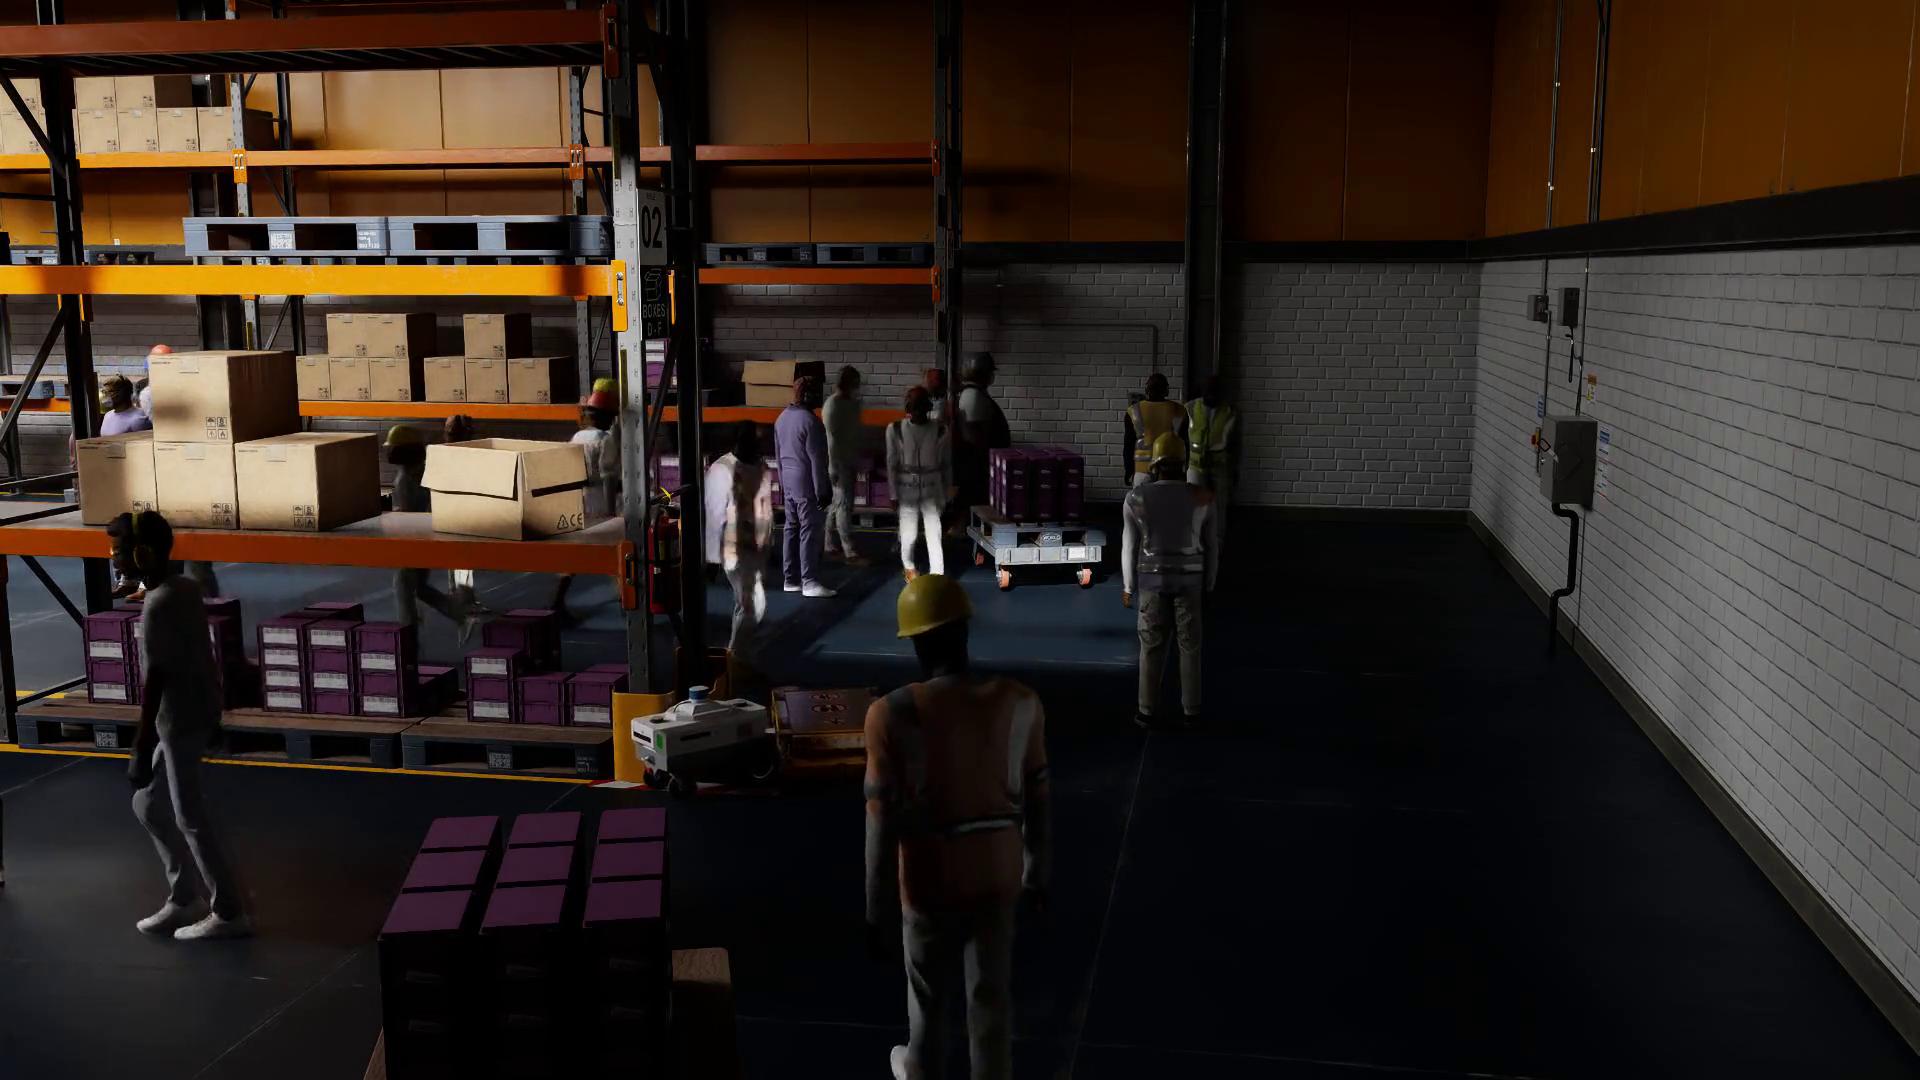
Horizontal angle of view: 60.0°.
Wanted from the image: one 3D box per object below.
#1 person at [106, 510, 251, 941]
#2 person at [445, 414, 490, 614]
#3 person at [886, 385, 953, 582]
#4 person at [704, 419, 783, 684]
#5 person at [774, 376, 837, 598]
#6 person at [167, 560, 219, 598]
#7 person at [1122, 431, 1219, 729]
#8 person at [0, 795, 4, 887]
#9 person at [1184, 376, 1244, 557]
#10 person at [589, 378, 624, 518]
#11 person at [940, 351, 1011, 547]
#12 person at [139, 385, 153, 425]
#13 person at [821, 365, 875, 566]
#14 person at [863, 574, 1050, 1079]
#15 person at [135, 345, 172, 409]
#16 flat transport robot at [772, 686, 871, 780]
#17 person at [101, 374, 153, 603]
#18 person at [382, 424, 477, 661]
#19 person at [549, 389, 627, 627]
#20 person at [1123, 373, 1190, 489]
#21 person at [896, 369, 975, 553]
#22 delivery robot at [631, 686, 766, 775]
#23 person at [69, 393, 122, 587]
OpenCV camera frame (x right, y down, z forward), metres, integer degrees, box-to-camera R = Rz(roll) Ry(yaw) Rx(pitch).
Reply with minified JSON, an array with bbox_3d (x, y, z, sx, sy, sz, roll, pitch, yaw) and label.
[{"bbox_3d":[-3.266,0.791,6.805,0.631,1.833,0.541,-2,9,-13],"label":"person"},{"bbox_3d":[-4.084,-0.214,13.654,0.307,1.641,0.514,-5,10,-28],"label":"person"},{"bbox_3d":[-0.348,-0.418,14.291,0.579,1.853,0.777,-1,9,-3],"label":"person"},{"bbox_3d":[-1.438,0.088,11.218,0.464,1.816,0.735,4,10,24],"label":"person"},{"bbox_3d":[-1.319,-0.459,14.351,0.403,1.906,0.651,-7,11,-37],"label":"person"},{"bbox_3d":[-5.763,-0.147,12.316,0.642,1.938,0.361,1,9,3],"label":"person"},{"bbox_3d":[1.279,0.251,10.168,0.586,1.834,0.403,0,9,2],"label":"person"},{"bbox_3d":[-4.540,0.658,7.351,0.369,1.928,0.585,4,10,22],"label":"person"},{"bbox_3d":[2.410,-0.693,16.146,0.674,1.796,0.757,2,9,11],"label":"person"},{"bbox_3d":[-3.219,-0.676,16.078,0.682,1.797,0.599,0,9,3],"label":"person"},{"bbox_3d":[0.138,-0.902,16.683,0.828,2.000,0.686,1,9,4],"label":"person"},{"bbox_3d":[-8.416,-1.010,17.723,0.489,1.918,0.640,1,9,6],"label":"person"},{"bbox_3d":[-1.078,-0.720,15.934,0.498,1.934,0.643,3,10,17],"label":"person"},{"bbox_3d":[-0.024,1.035,5.184,0.629,1.859,0.938,-3,10,-17],"label":"person"},{"bbox_3d":[-8.787,-1.166,18.462,0.622,1.991,0.389,-6,11,-32],"label":"person"},{"bbox_3d":[-0.751,1.097,9.733,0.652,0.197,1.431,-2,9,-8],"label":"flat transport robot"},{"bbox_3d":[-7.063,-0.438,14.116,0.627,1.940,0.372,6,11,34],"label":"person"},{"bbox_3d":[-3.843,0.025,11.911,0.564,1.728,0.489,0,9,1],"label":"person"},{"bbox_3d":[-2.898,-0.257,13.208,0.572,1.879,1.014,7,11,37],"label":"person"},{"bbox_3d":[1.864,-0.664,15.822,0.633,1.843,0.429,0,9,0],"label":"person"},{"bbox_3d":[-0.224,-0.791,16.630,1.015,1.828,0.593,-5,10,-27],"label":"person"},{"bbox_3d":[-1.408,1.033,8.983,0.707,0.478,0.477,-7,12,-39],"label":"delivery robot"},{"bbox_3d":[-7.407,-0.396,14.418,0.329,1.760,0.523,7,12,38],"label":"person"}]
